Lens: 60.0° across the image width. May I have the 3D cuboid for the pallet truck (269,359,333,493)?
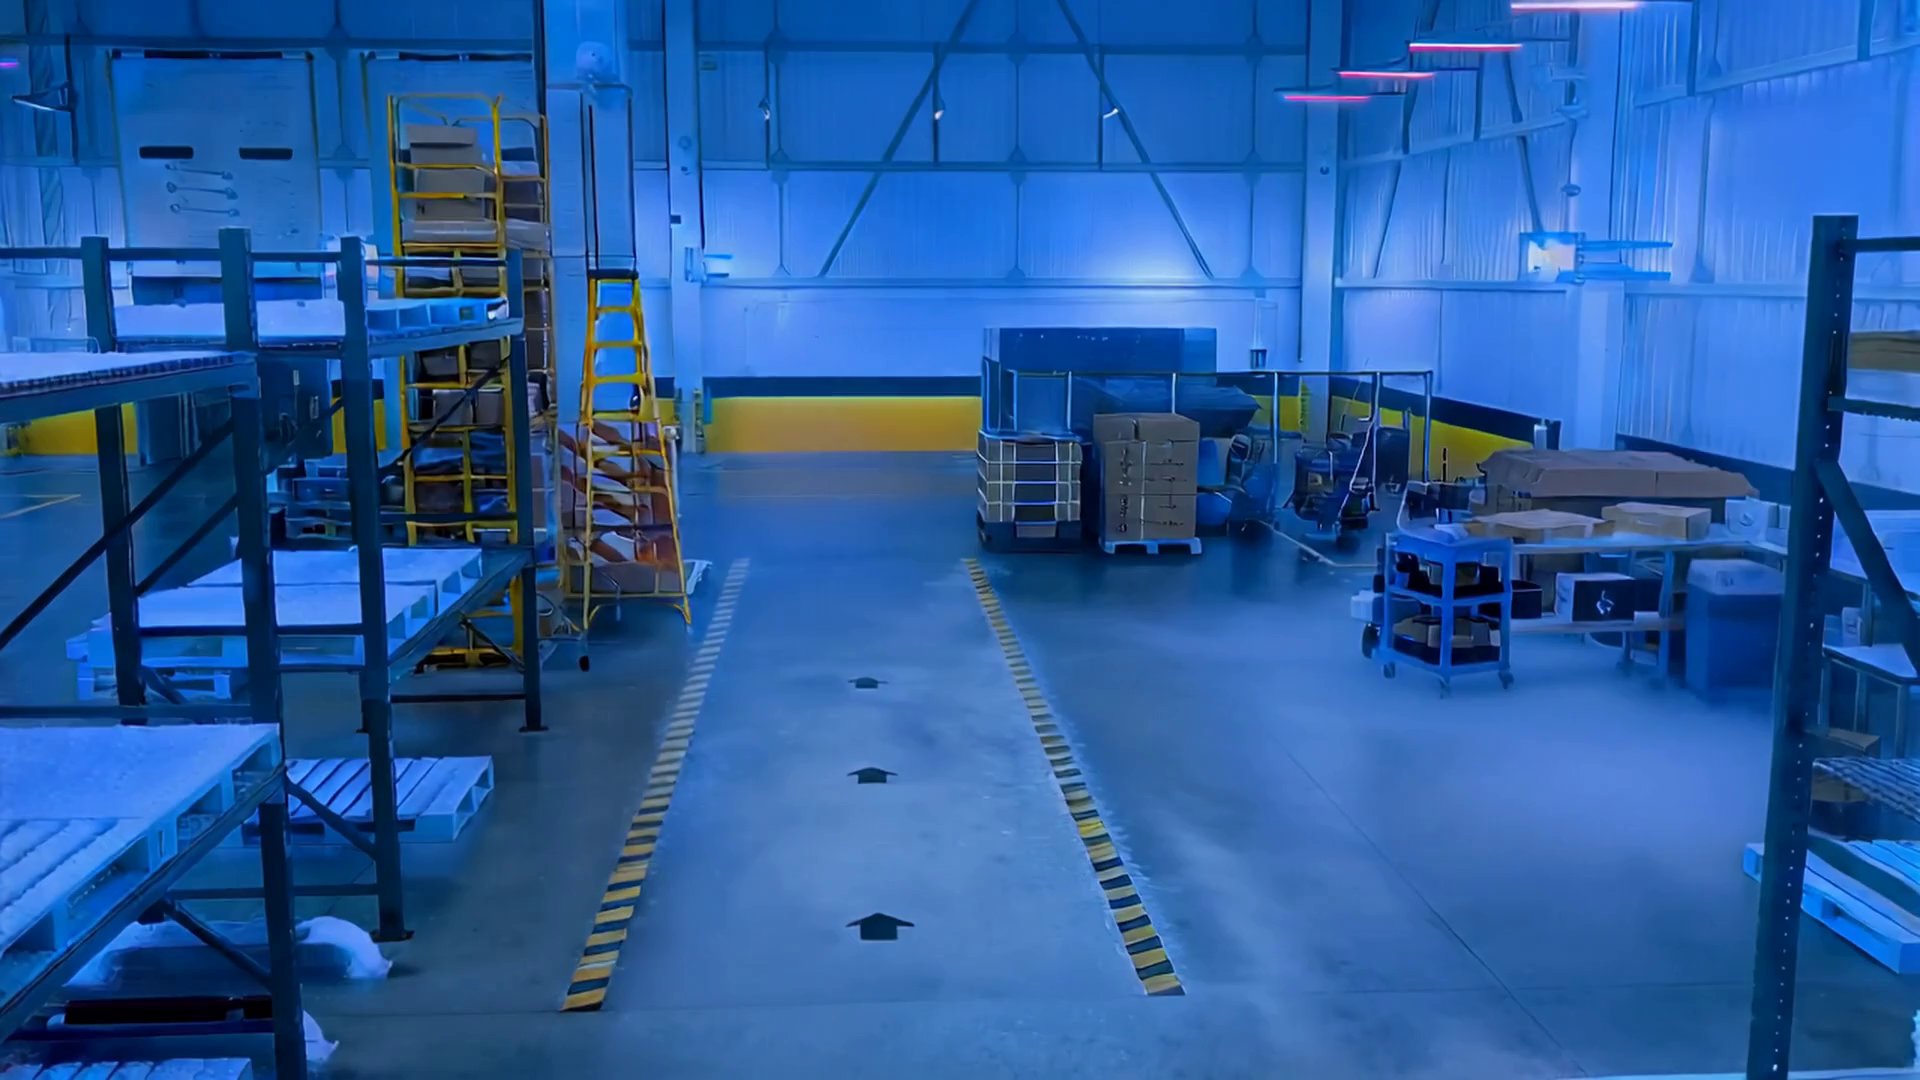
[{"bbox_3d":[-7.062,-1.131,18.996,1.885,1.965,0.823,2,9,13],"label":"pallet truck"}]
